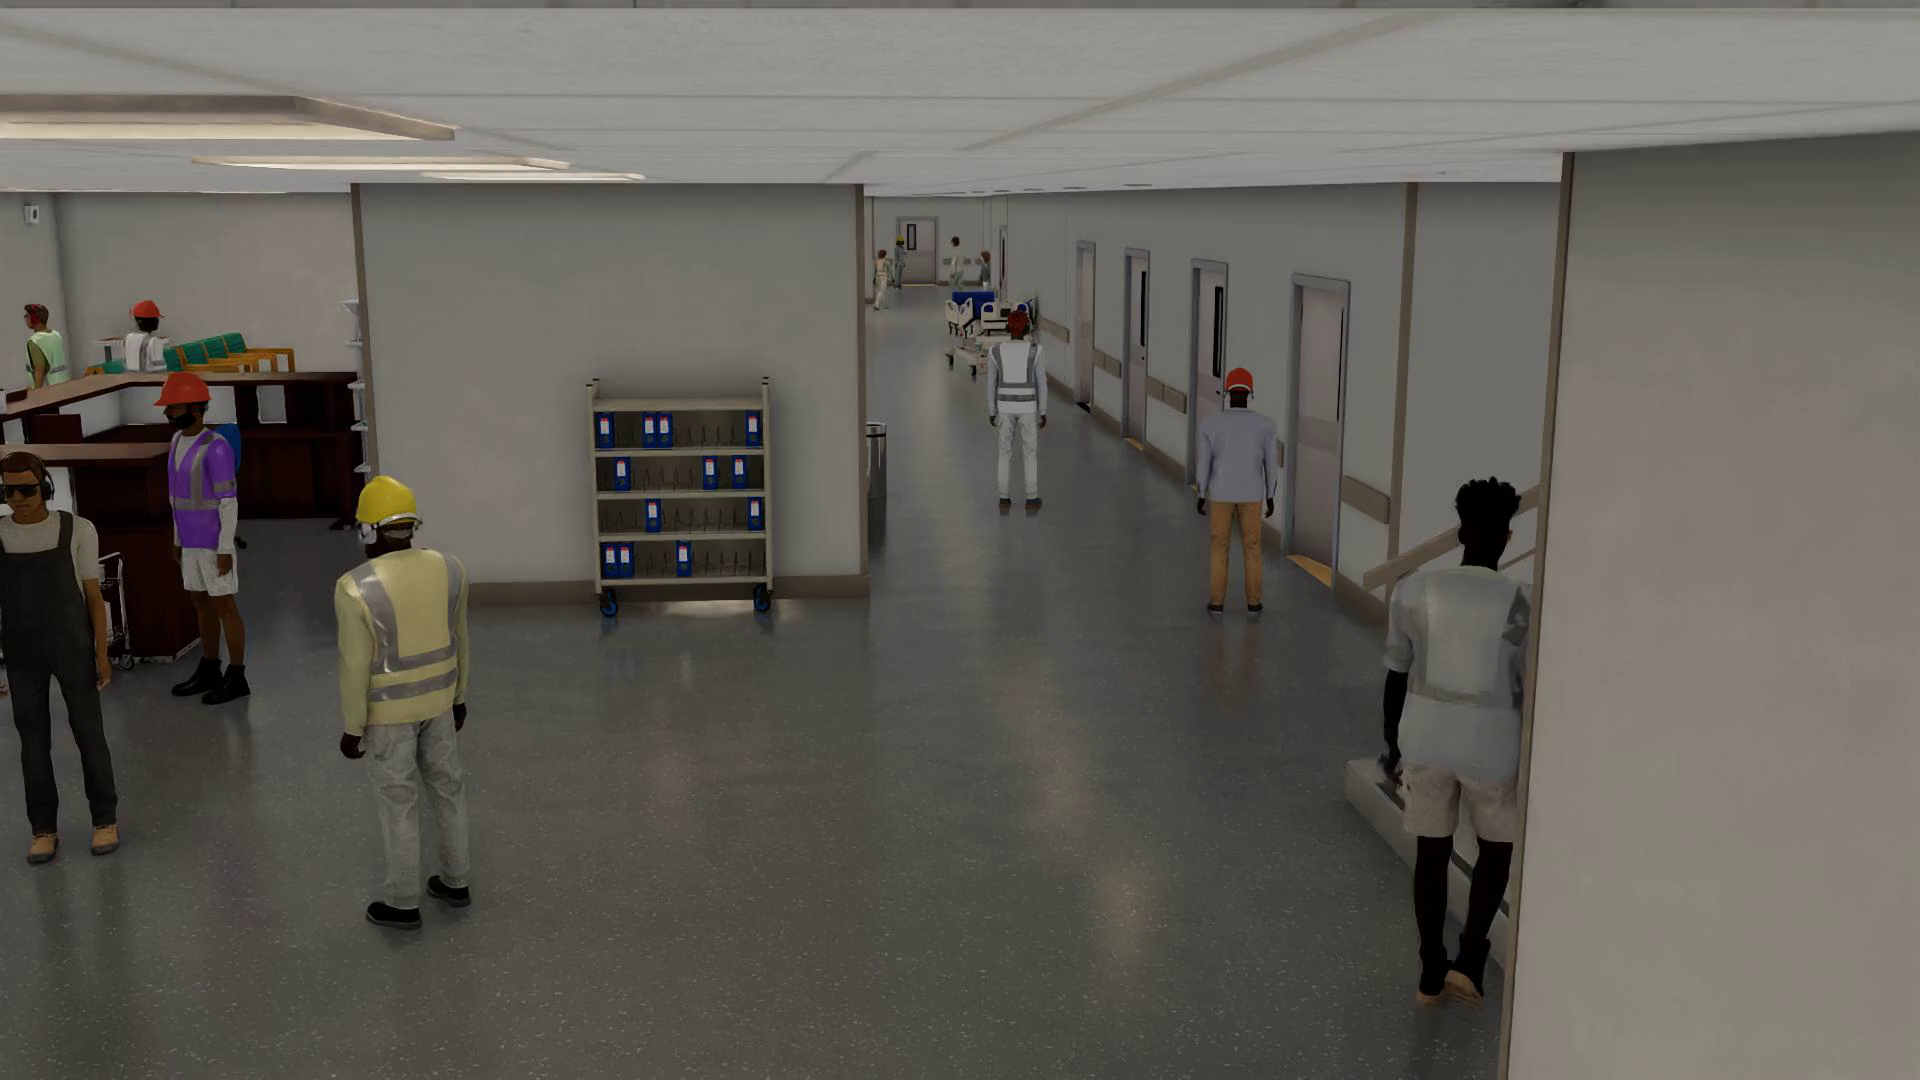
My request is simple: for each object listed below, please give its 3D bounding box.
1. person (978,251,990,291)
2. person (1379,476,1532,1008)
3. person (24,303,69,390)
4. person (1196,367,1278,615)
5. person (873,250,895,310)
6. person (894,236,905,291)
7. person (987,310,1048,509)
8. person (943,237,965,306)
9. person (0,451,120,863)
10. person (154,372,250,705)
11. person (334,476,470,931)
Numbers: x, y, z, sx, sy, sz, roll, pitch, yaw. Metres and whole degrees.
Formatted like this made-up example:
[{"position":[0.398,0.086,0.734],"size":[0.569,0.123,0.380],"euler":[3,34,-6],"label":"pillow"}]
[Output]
[{"position":[0.646,-6.555,42.434],"size":[0.471,1.618,0.518],"euler":[-2,12,-11],"label":"person"},{"position":[1.800,0.743,5.955],"size":[0.627,1.943,0.489],"euler":[6,13,26],"label":"person"},{"position":[-9.524,-1.543,17.382],"size":[0.390,1.846,0.564],"euler":[-1,12,-7],"label":"person"},{"position":[1.951,-0.344,11.751],"size":[0.573,1.746,0.347],"euler":[1,12,4],"label":"person"},{"position":[-2.105,-6.958,44.460],"size":[0.506,1.595,0.868],"euler":[8,14,35],"label":"person"},{"position":[-1.934,-8.928,53.715],"size":[0.324,1.743,0.490],"euler":[8,14,34],"label":"person"},{"position":[0.548,-1.230,15.760],"size":[0.573,1.883,0.356],"euler":[3,12,12],"label":"person"},{"position":[-0.089,-7.391,45.822],"size":[0.688,1.902,0.698],"euler":[7,13,30],"label":"person"},{"position":[-4.041,0.514,7.359],"size":[0.508,1.842,0.352],"euler":[-5,12,-21],"label":"person"},{"position":[-4.410,-0.010,9.659],"size":[0.543,1.939,0.370],"euler":[9,14,36],"label":"person"},{"position":[-2.240,0.652,6.686],"size":[0.404,1.832,0.592],"euler":[8,14,35],"label":"person"}]
